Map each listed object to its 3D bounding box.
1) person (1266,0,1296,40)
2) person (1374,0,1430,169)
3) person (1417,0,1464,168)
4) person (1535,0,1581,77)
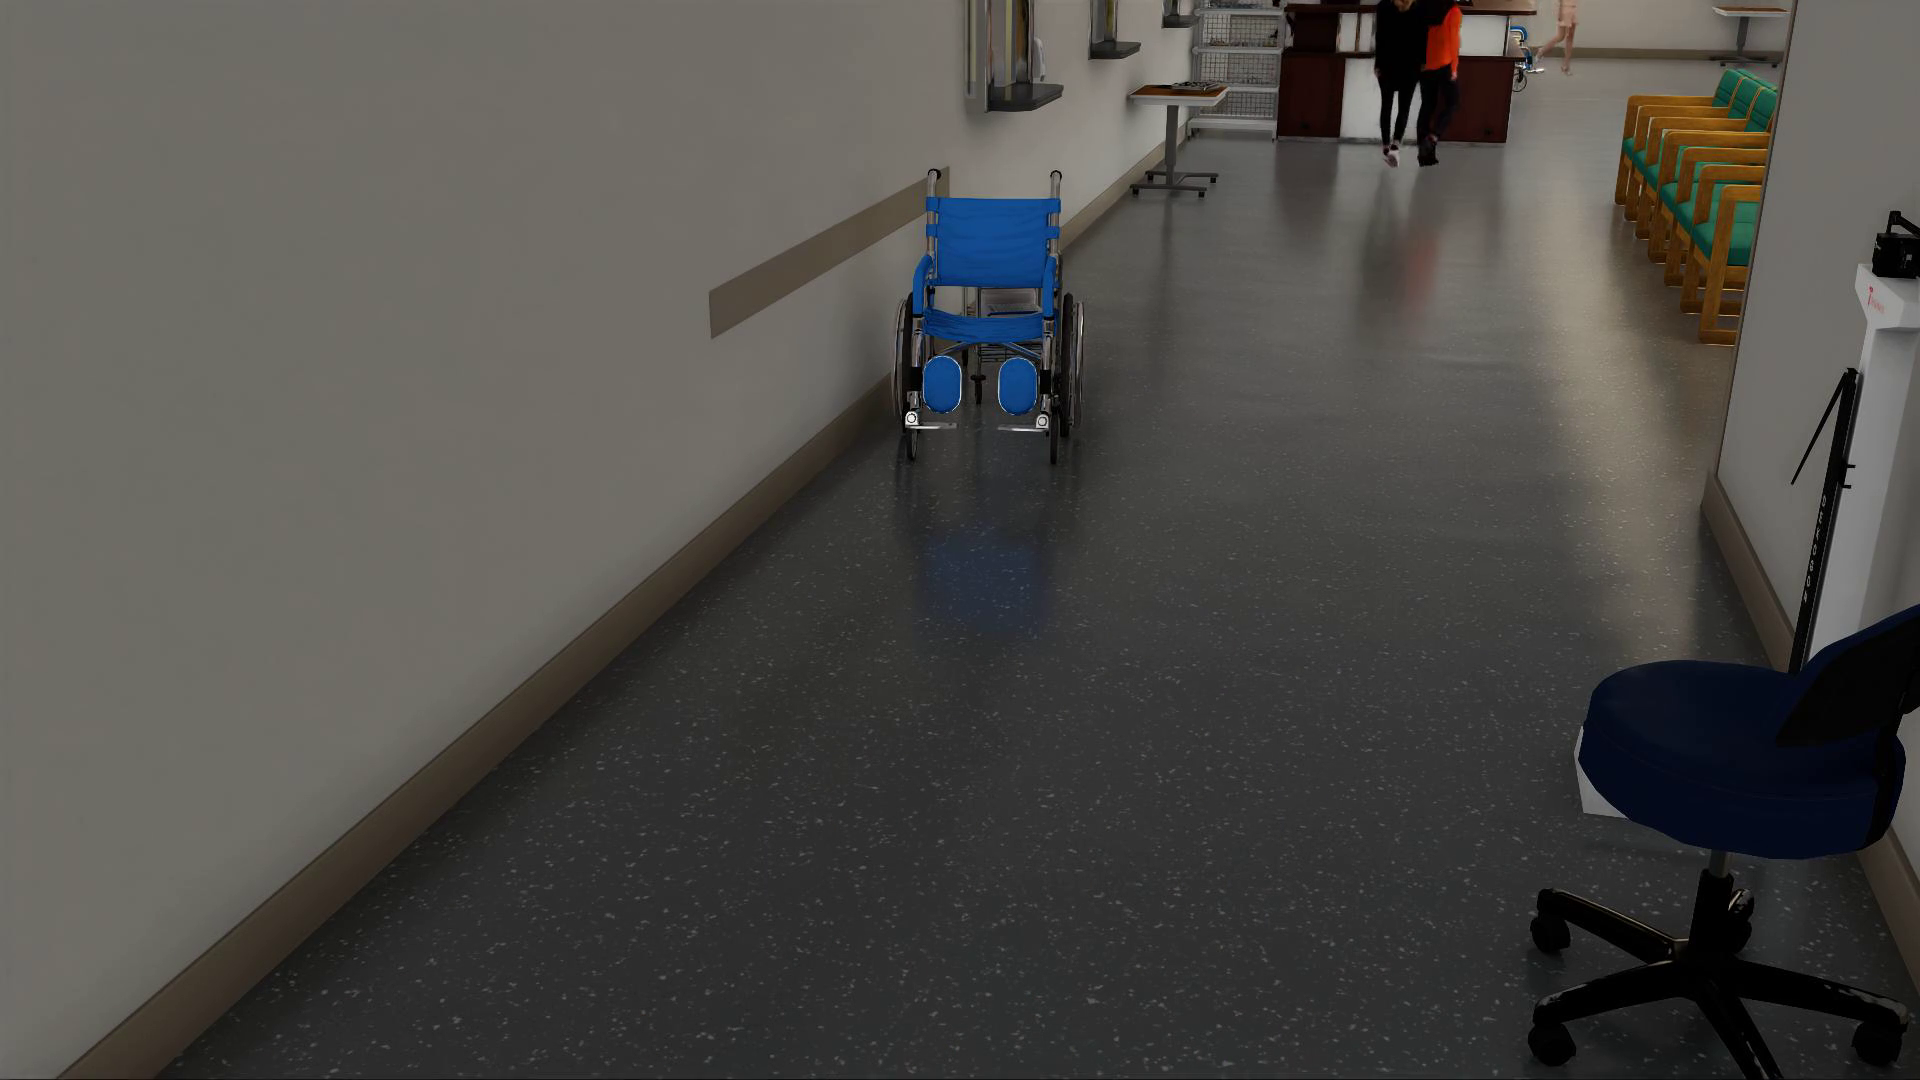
[{"bbox_3d":[5.908,-9.942,30.092,1.074,1.737,0.973,-9,23,-23],"label":"person"},{"bbox_3d":[3.932,-4.205,14.918,1.157,1.756,0.703,7,22,17],"label":"person"},{"bbox_3d":[4.273,-4.251,15.069,0.826,1.735,0.756,-14,25,-33],"label":"person"},{"bbox_3d":[8.563,-7.496,23.653,0.899,1.722,0.989,-14,25,-33],"label":"person"}]
